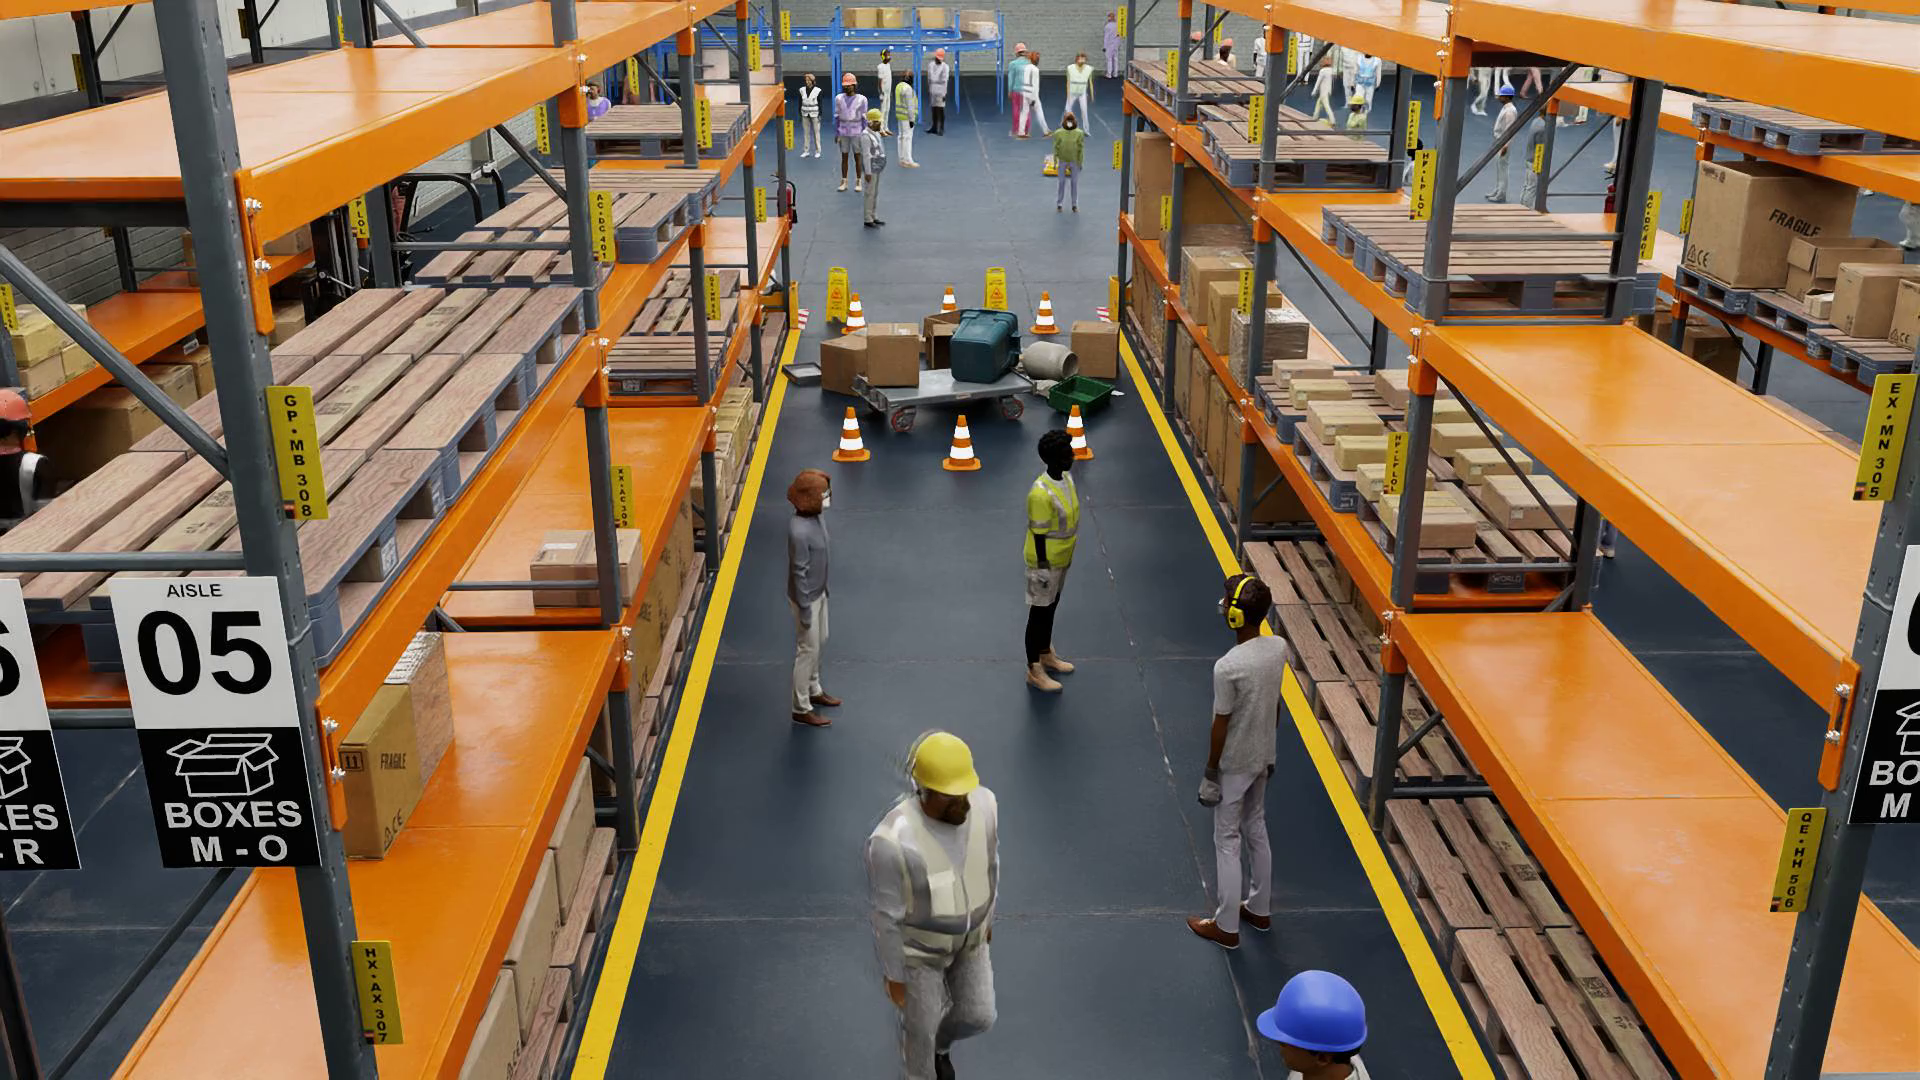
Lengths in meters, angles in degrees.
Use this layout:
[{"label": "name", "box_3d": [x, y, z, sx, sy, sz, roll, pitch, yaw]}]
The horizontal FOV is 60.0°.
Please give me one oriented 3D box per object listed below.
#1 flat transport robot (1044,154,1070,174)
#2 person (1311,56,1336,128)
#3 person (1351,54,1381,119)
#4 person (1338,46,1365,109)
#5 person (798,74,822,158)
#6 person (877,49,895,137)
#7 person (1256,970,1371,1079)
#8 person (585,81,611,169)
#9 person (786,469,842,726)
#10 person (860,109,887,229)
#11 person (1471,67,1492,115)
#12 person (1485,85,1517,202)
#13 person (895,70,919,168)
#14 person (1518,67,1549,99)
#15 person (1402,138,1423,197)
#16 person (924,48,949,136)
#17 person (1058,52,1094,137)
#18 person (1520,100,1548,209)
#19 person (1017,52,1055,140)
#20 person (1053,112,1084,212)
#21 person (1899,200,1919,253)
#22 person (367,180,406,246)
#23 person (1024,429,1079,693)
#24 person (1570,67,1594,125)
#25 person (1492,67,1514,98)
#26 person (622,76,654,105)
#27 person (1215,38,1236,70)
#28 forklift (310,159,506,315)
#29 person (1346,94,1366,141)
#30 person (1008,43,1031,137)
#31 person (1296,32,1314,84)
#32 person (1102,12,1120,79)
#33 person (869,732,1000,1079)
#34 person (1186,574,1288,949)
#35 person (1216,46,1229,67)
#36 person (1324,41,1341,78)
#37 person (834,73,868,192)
[{"label": "flat transport robot", "box_3d": [1.958, -7.216, 31.890, 0.652, 0.197, 1.431, 2, 21, 5]}, {"label": "person", "box_3d": [8.331, -10.273, 38.135, 0.858, 1.588, 0.500, 13, 25, 32]}, {"label": "person", "box_3d": [9.490, -10.677, 38.890, 0.671, 1.819, 0.590, 5, 21, 12]}, {"label": "person", "box_3d": [9.813, -11.753, 41.620, 0.701, 1.898, 0.498, 14, 25, 32]}, {"label": "person", "box_3d": [-3.004, -8.529, 33.454, 0.514, 1.641, 0.309, 7, 22, 17]}, {"label": "person", "box_3d": [-1.625, -9.829, 36.571, 0.313, 1.869, 0.538, 8, 22, 21]}, {"label": "person", "box_3d": [1.030, 2.112, 4.901, 0.406, 1.945, 0.613, 2, 21, 5]}, {"label": "person", "box_3d": [-6.553, -7.334, 30.008, 0.563, 1.847, 0.392, -2, 21, -6]}, {"label": "person", "box_3d": [-0.898, 0.342, 10.034, 0.279, 1.621, 0.508, 3, 21, 8]}, {"label": "person", "box_3d": [-1.349, -5.804, 25.988, 0.403, 1.827, 0.601, 5, 21, 13]}, {"label": "person", "box_3d": [12.760, -11.182, 40.336, 0.498, 1.728, 0.368, -19, 28, -41]}, {"label": "person", "box_3d": [9.257, -6.763, 28.357, 0.394, 1.945, 0.618, 3, 21, 8]}, {"label": "person", "box_3d": [-1.026, -8.156, 32.200, 0.430, 1.837, 0.624, -8, 22, -20]}, {"label": "person", "box_3d": [15.127, -12.451, 43.551, 0.670, 1.832, 1.026, -16, 26, -37]}, {"label": "person", "box_3d": [6.430, -4.874, 23.710, 0.317, 1.699, 0.540, 3, 21, 7]}, {"label": "person", "box_3d": [-0.545, -9.900, 36.740, 0.734, 1.887, 0.459, 16, 26, 36]}, {"label": "person", "box_3d": [2.550, -9.776, 36.530, 0.784, 1.808, 0.527, -3, 21, -7]}, {"label": "person", "box_3d": [9.087, -5.936, 26.205, 0.380, 1.931, 0.625, 3, 21, 7]}, {"label": "person", "box_3d": [1.647, -9.645, 36.121, 0.922, 1.840, 0.576, -11, 23, -27]}, {"label": "person", "box_3d": [1.778, -6.198, 27.313, 0.503, 1.627, 0.288, 1, 21, 3]}, {"label": "person", "box_3d": [13.838, -5.014, 23.914, 0.615, 1.816, 0.443, -18, 27, -39]}, {"label": "person", "box_3d": [-7.120, -3.790, 20.567, 0.639, 1.902, 0.407, 9, 23, 23]}, {"label": "person", "box_3d": [0.578, 0.114, 10.530, 0.321, 1.697, 0.530, 8, 22, 20]}, {"label": "person", "box_3d": [14.498, -10.493, 38.671, 0.507, 1.623, 0.295, -17, 26, -37]}, {"label": "person", "box_3d": [14.410, -12.666, 44.075, 0.607, 1.867, 0.538, 2, 21, 5]}, {"label": "person", "box_3d": [-6.434, -8.690, 33.467, 0.597, 1.950, 1.022, 9, 22, 22]}, {"label": "person", "box_3d": [6.222, -10.773, 39.002, 0.550, 1.917, 0.408, 17, 27, 38]}, {"label": "forklift", "box_3d": [-5.622, -2.910, 17.832, 2.313, 2.155, 1.214, -1, 21, -1]}, {"label": "person", "box_3d": [6.775, -6.771, 28.629, 0.304, 1.771, 0.523, -6, 22, -16]}, {"label": "person", "box_3d": [1.327, -9.889, 36.569, 0.616, 1.986, 0.400, -10, 23, -24]}, {"label": "person", "box_3d": [9.841, -14.026, 47.646, 0.584, 1.882, 0.349, -7, 22, -18]}, {"label": "person", "box_3d": [4.448, -14.573, 49.069, 0.639, 1.902, 0.407, -18, 27, -39]}, {"label": "person", "box_3d": [-0.084, 1.553, 6.566, 0.599, 1.822, 0.465, -13, 24, -31]}, {"label": "person", "box_3d": [1.318, 1.047, 7.848, 0.329, 1.861, 0.503, 19, 28, 40]}, {"label": "person", "box_3d": [5.734, -9.931, 36.793, 0.402, 1.910, 0.598, -6, 22, -15]}, {"label": "person", "box_3d": [11.095, -14.619, 49.396, 0.573, 1.746, 0.347, 2, 21, 6]}, {"label": "person", "box_3d": [-1.925, -7.163, 29.282, 0.605, 2.045, 0.377, 4, 21, 11]}]
